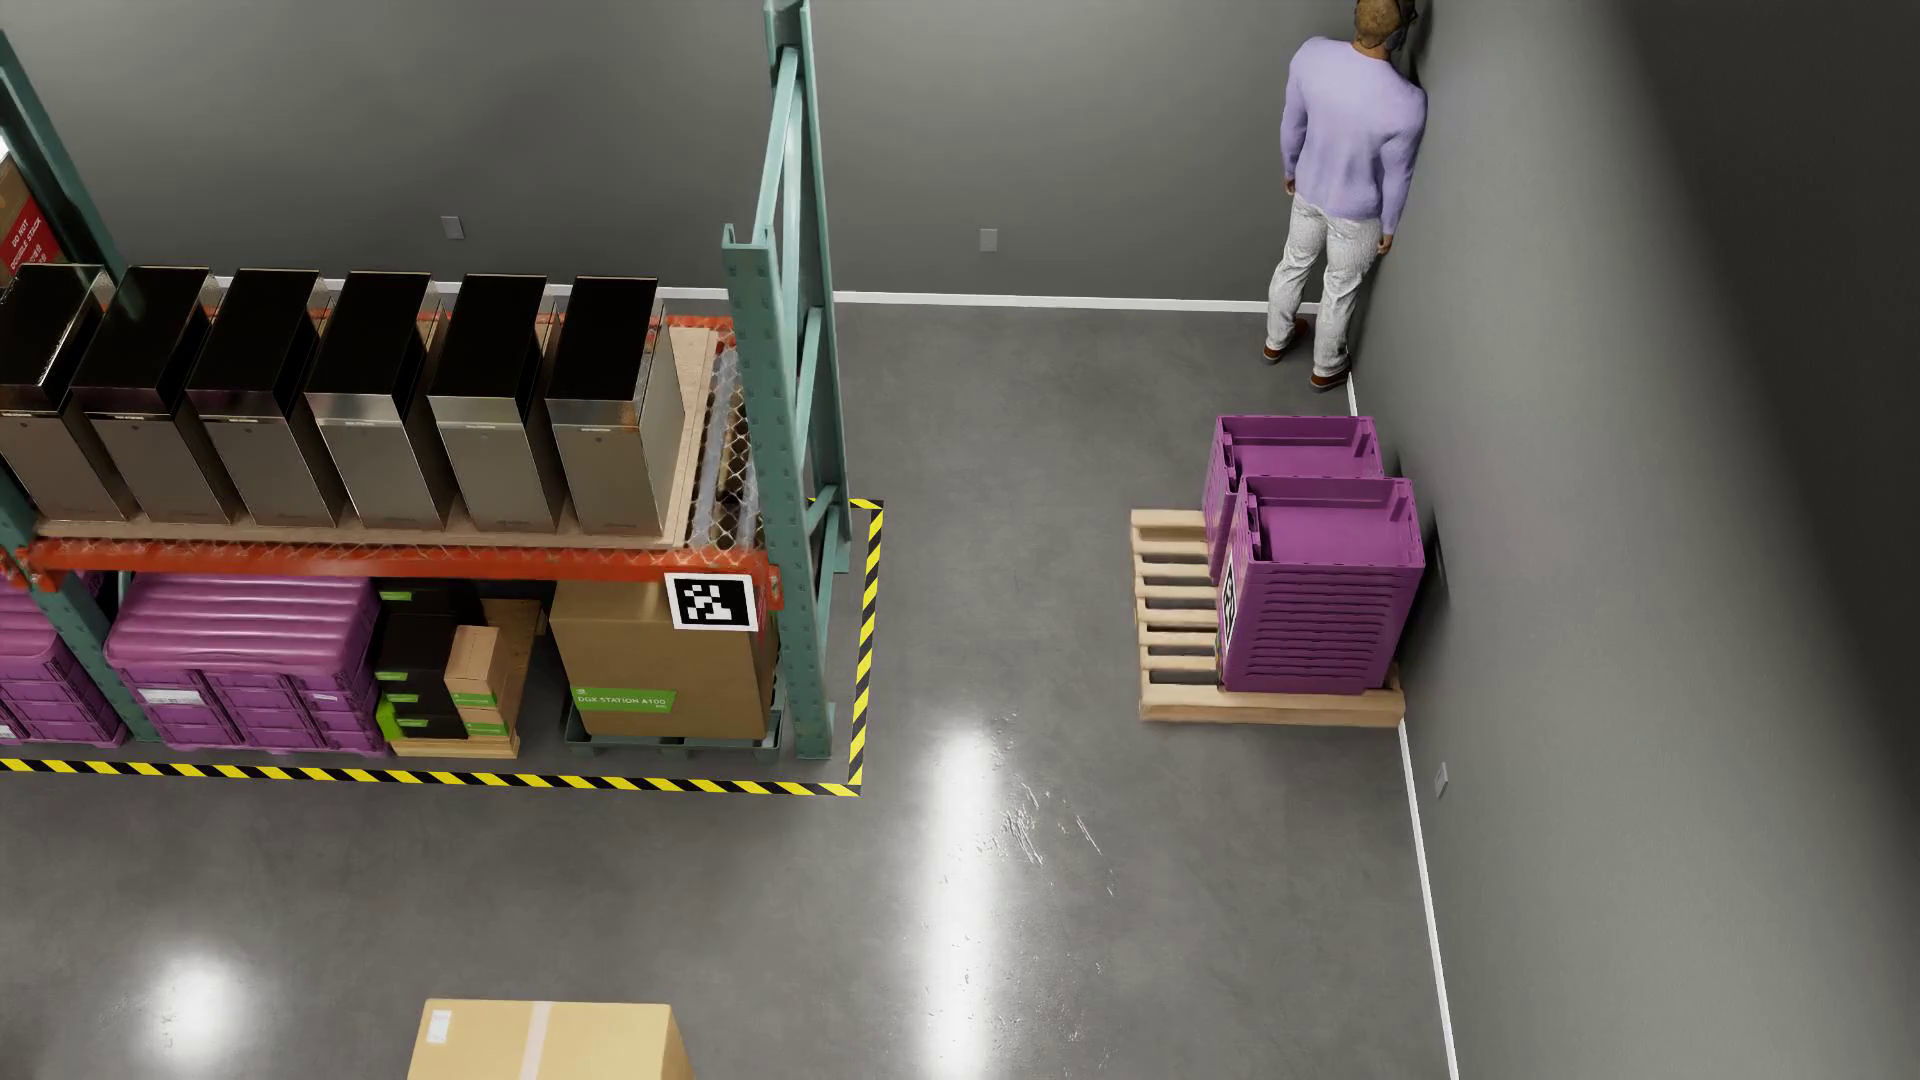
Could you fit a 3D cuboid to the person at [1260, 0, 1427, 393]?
[{"bbox_3d":[1.557,-1.411,6.803,0.371,1.940,0.627,-37,60,-25],"label":"person"}]
